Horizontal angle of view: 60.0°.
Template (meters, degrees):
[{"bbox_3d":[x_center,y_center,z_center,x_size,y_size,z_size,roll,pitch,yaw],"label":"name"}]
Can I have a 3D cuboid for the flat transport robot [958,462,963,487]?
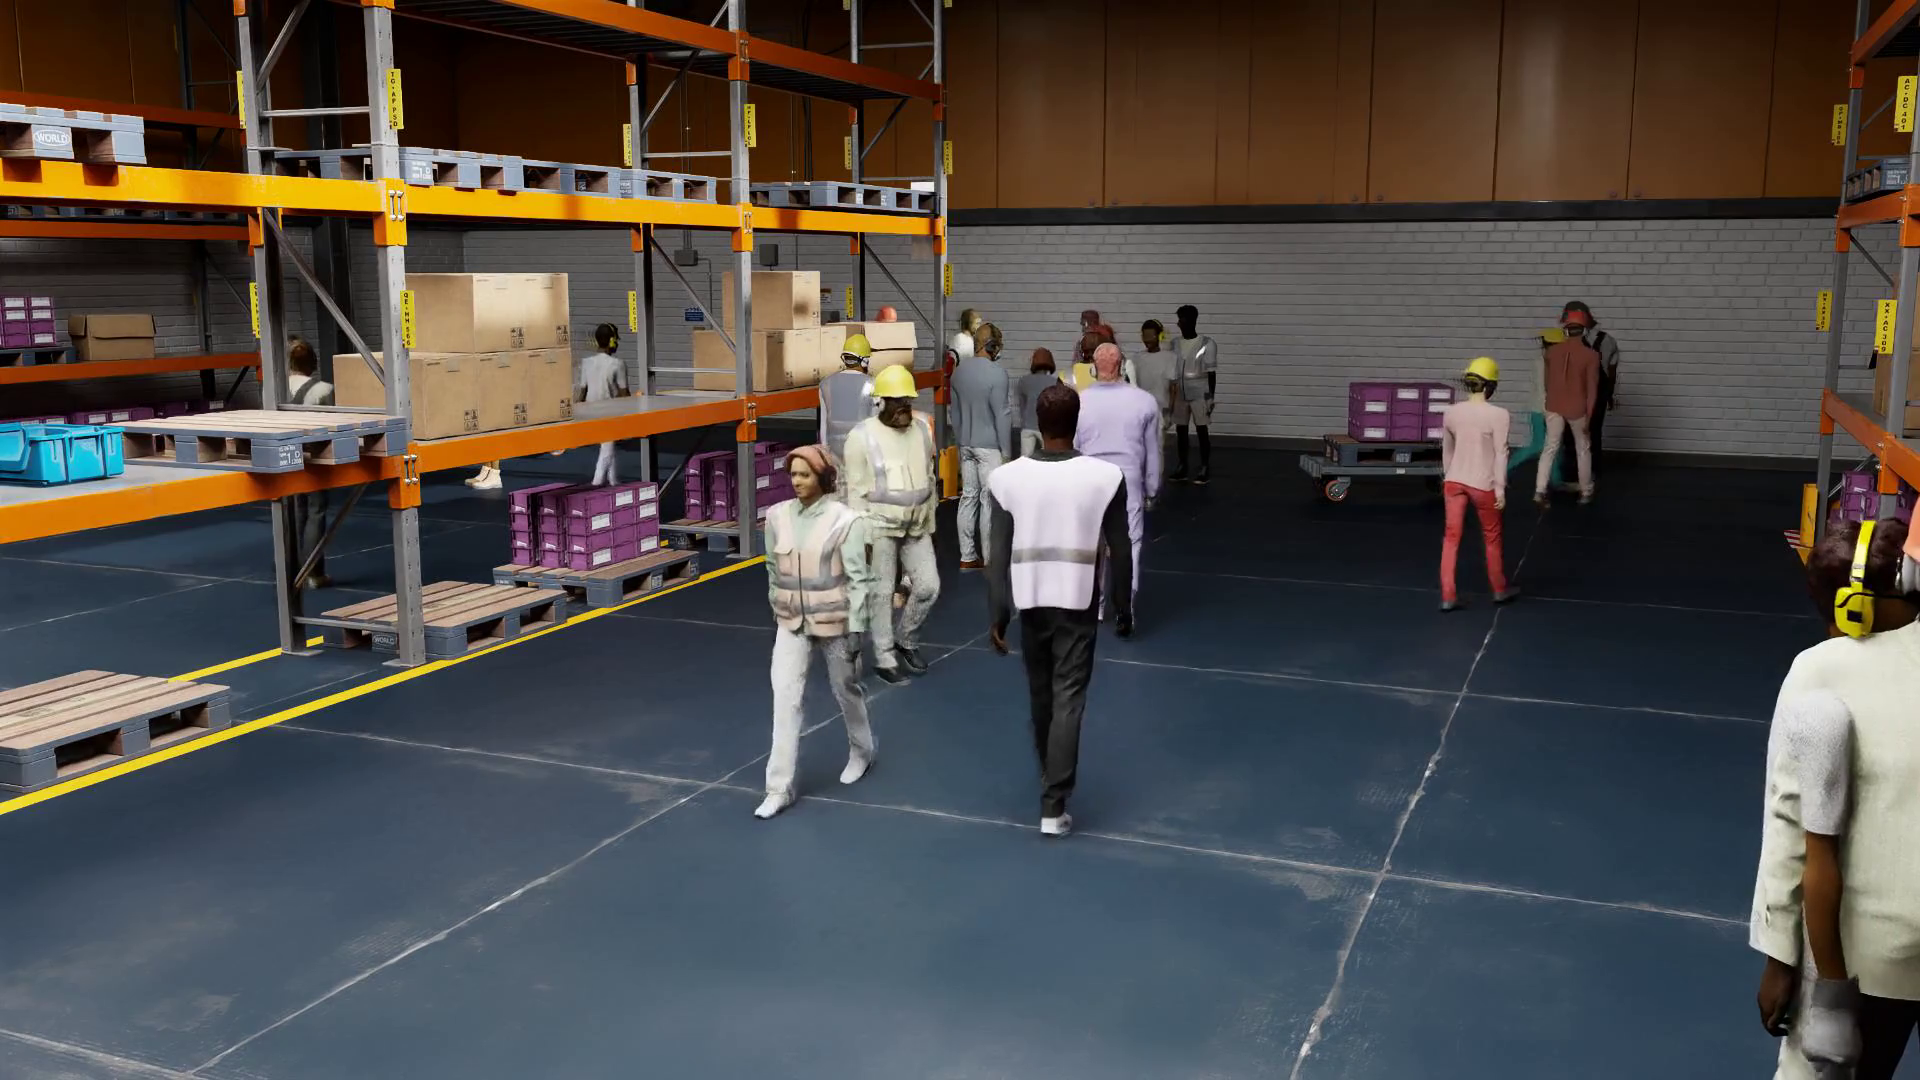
[{"bbox_3d":[-0.061,-0.756,18.172,0.652,0.197,1.431,-6,11,-34],"label":"flat transport robot"}]

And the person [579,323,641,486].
[{"bbox_3d":[-3.201,-1.084,15.443,0.503,1.827,0.932,6,11,32],"label":"person"}]

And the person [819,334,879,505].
[{"bbox_3d":[-0.838,-0.726,13.311,0.595,1.827,0.403,4,10,23],"label":"person"}]

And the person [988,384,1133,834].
[{"bbox_3d":[0.436,0.269,7.175,0.599,1.871,1.022,3,10,15],"label":"person"}]

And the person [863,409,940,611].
[{"bbox_3d":[-0.417,-0.326,11.301,0.546,1.675,0.432,2,10,12],"label":"person"}]

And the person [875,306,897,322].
[{"bbox_3d":[-0.990,-1.857,19.970,0.568,1.904,0.741,-6,11,-33],"label":"person"}]

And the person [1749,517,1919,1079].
[{"bbox_3d":[1.814,0.875,3.459,0.314,1.870,0.525,5,11,27],"label":"person"}]

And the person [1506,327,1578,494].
[{"bbox_3d":[6.054,-1.348,17.296,0.717,1.736,0.528,7,12,38],"label":"person"}]

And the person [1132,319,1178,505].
[{"bbox_3d":[1.876,-1.228,16.266,0.488,1.848,0.597,4,10,21],"label":"person"}]

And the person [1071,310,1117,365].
[{"bbox_3d":[1.428,-1.623,18.566,0.802,1.864,0.680,7,12,37],"label":"person"}]

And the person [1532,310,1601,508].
[{"bbox_3d":[5.973,-1.284,16.355,0.599,1.944,1.054,8,12,39],"label":"person"}]

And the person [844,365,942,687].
[{"bbox_3d":[-0.362,-0.073,9.358,0.605,1.818,0.422,-7,11,-35],"label":"person"}]

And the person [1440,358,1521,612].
[{"bbox_3d":[3.604,-0.386,11.478,0.826,1.729,0.552,-8,13,-42],"label":"person"}]

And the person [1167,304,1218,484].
[{"bbox_3d":[2.506,-1.578,18.086,0.610,1.954,0.396,8,12,38],"label":"person"}]

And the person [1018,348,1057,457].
[{"bbox_3d":[0.770,-1.035,15.873,0.498,1.588,0.824,5,11,27],"label":"person"}]

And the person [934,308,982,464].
[{"bbox_3d":[-0.021,-1.541,17.971,0.608,1.923,0.645,2,10,12],"label":"person"}]

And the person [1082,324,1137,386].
[{"bbox_3d":[1.419,-1.055,15.242,0.614,1.858,0.843,6,11,32],"label":"person"}]

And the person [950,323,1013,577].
[{"bbox_3d":[0.183,-0.686,12.726,0.372,1.934,0.627,-8,12,-39],"label":"person"}]

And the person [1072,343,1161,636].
[{"bbox_3d":[0.971,-0.334,10.753,0.640,1.876,0.817,1,9,7],"label":"person"}]

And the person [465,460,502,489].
[{"bbox_3d":[-5.123,-1.560,17.689,0.388,2.041,0.615,-5,11,-28],"label":"person"}]

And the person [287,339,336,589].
[{"bbox_3d":[-4.781,-0.551,12.233,0.530,1.831,0.415,1,9,6],"label":"person"}]

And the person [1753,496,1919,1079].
[{"bbox_3d":[1.915,0.839,3.300,0.622,1.990,0.396,2,10,14],"label":"person"}]

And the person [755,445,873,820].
[{"bbox_3d":[-0.621,0.367,7.362,0.530,1.596,0.851,4,10,22],"label":"person"}]

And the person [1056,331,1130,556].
[{"bbox_3d":[1.084,-0.777,13.555,0.619,1.845,0.430,0,9,1],"label":"person"}]

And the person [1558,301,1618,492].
[{"bbox_3d":[6.504,-1.505,17.361,0.775,2.000,0.623,-2,9,-9],"label":"person"}]
